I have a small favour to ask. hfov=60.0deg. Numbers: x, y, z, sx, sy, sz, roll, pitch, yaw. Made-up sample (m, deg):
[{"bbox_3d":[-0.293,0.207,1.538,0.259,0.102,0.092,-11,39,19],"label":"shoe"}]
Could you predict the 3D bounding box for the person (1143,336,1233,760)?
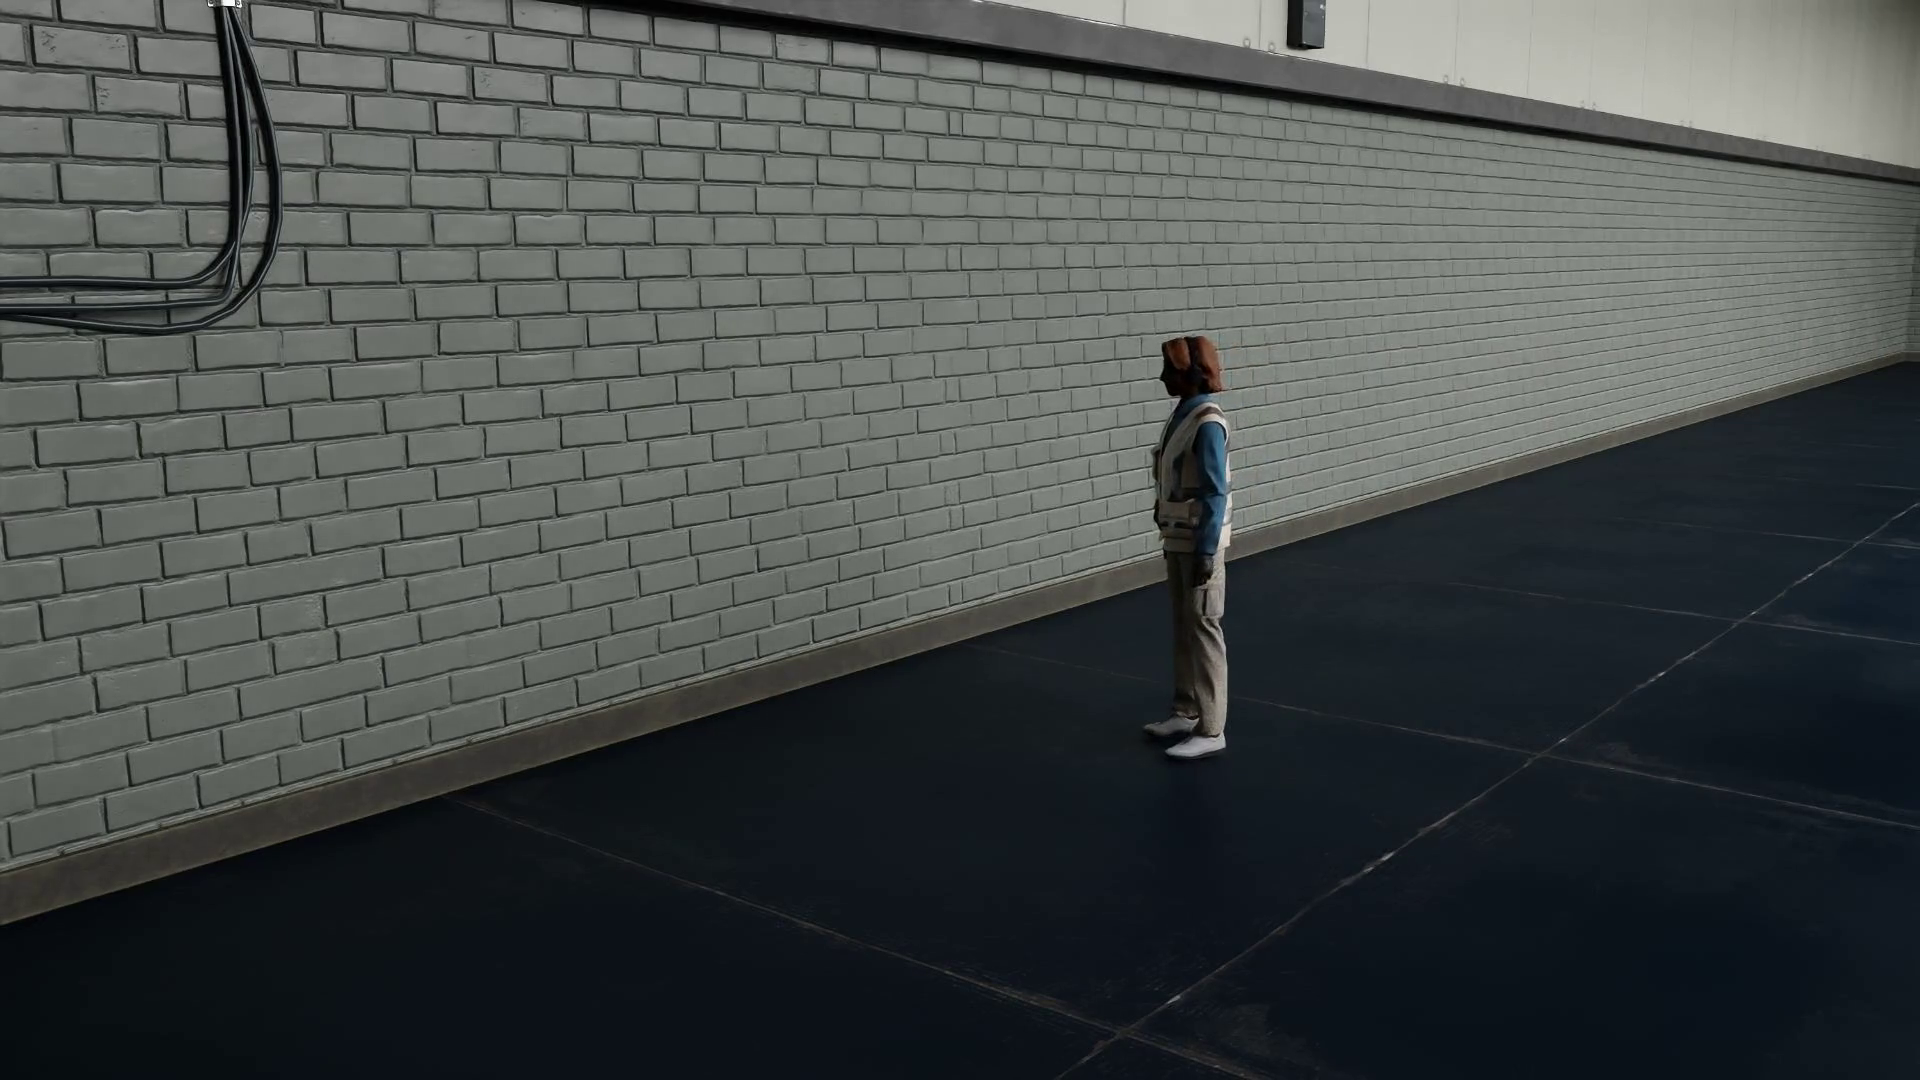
[{"bbox_3d":[0.902,0.026,6.486,0.310,1.636,0.523,-1,10,-8],"label":"person"}]
